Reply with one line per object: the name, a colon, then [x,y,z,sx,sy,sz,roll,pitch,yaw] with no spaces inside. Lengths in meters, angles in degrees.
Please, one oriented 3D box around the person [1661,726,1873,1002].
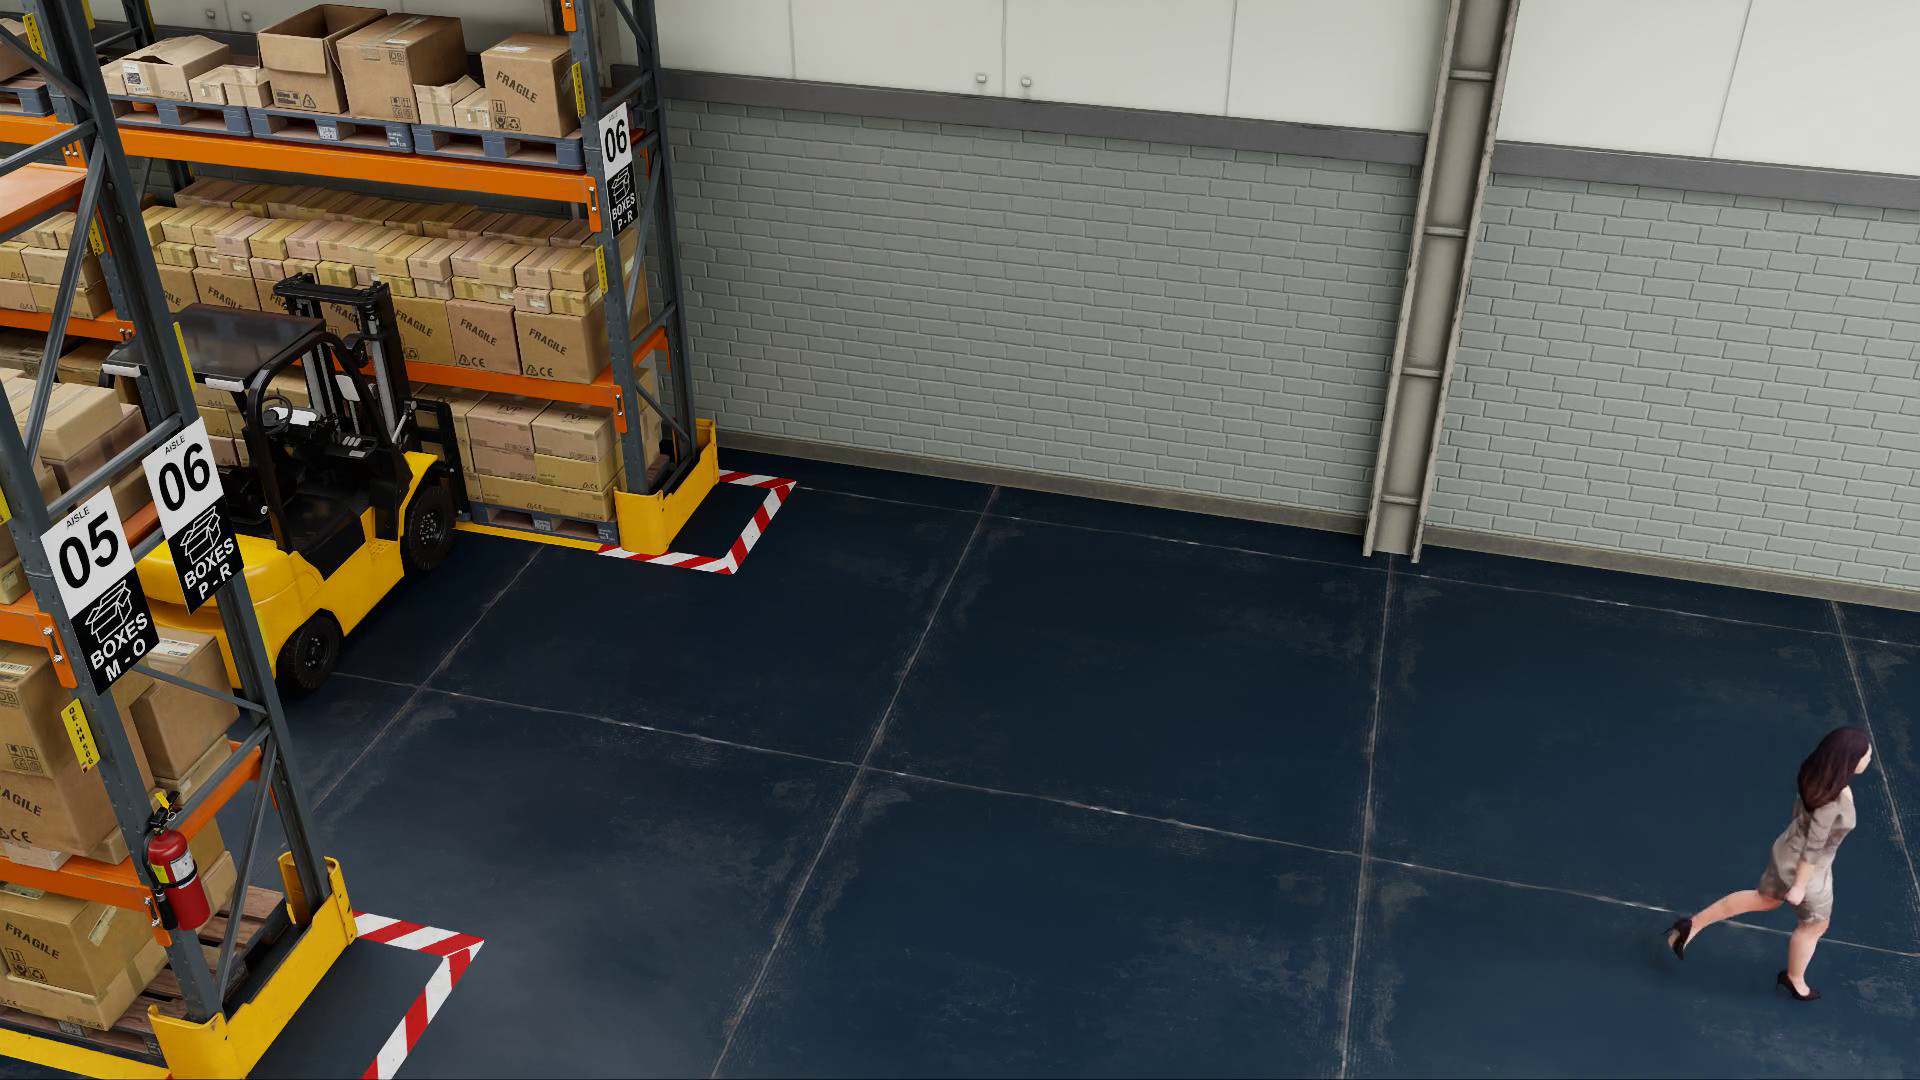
person: [4.049,1.597,8.201,1.044,1.723,0.608,7,34,11]
